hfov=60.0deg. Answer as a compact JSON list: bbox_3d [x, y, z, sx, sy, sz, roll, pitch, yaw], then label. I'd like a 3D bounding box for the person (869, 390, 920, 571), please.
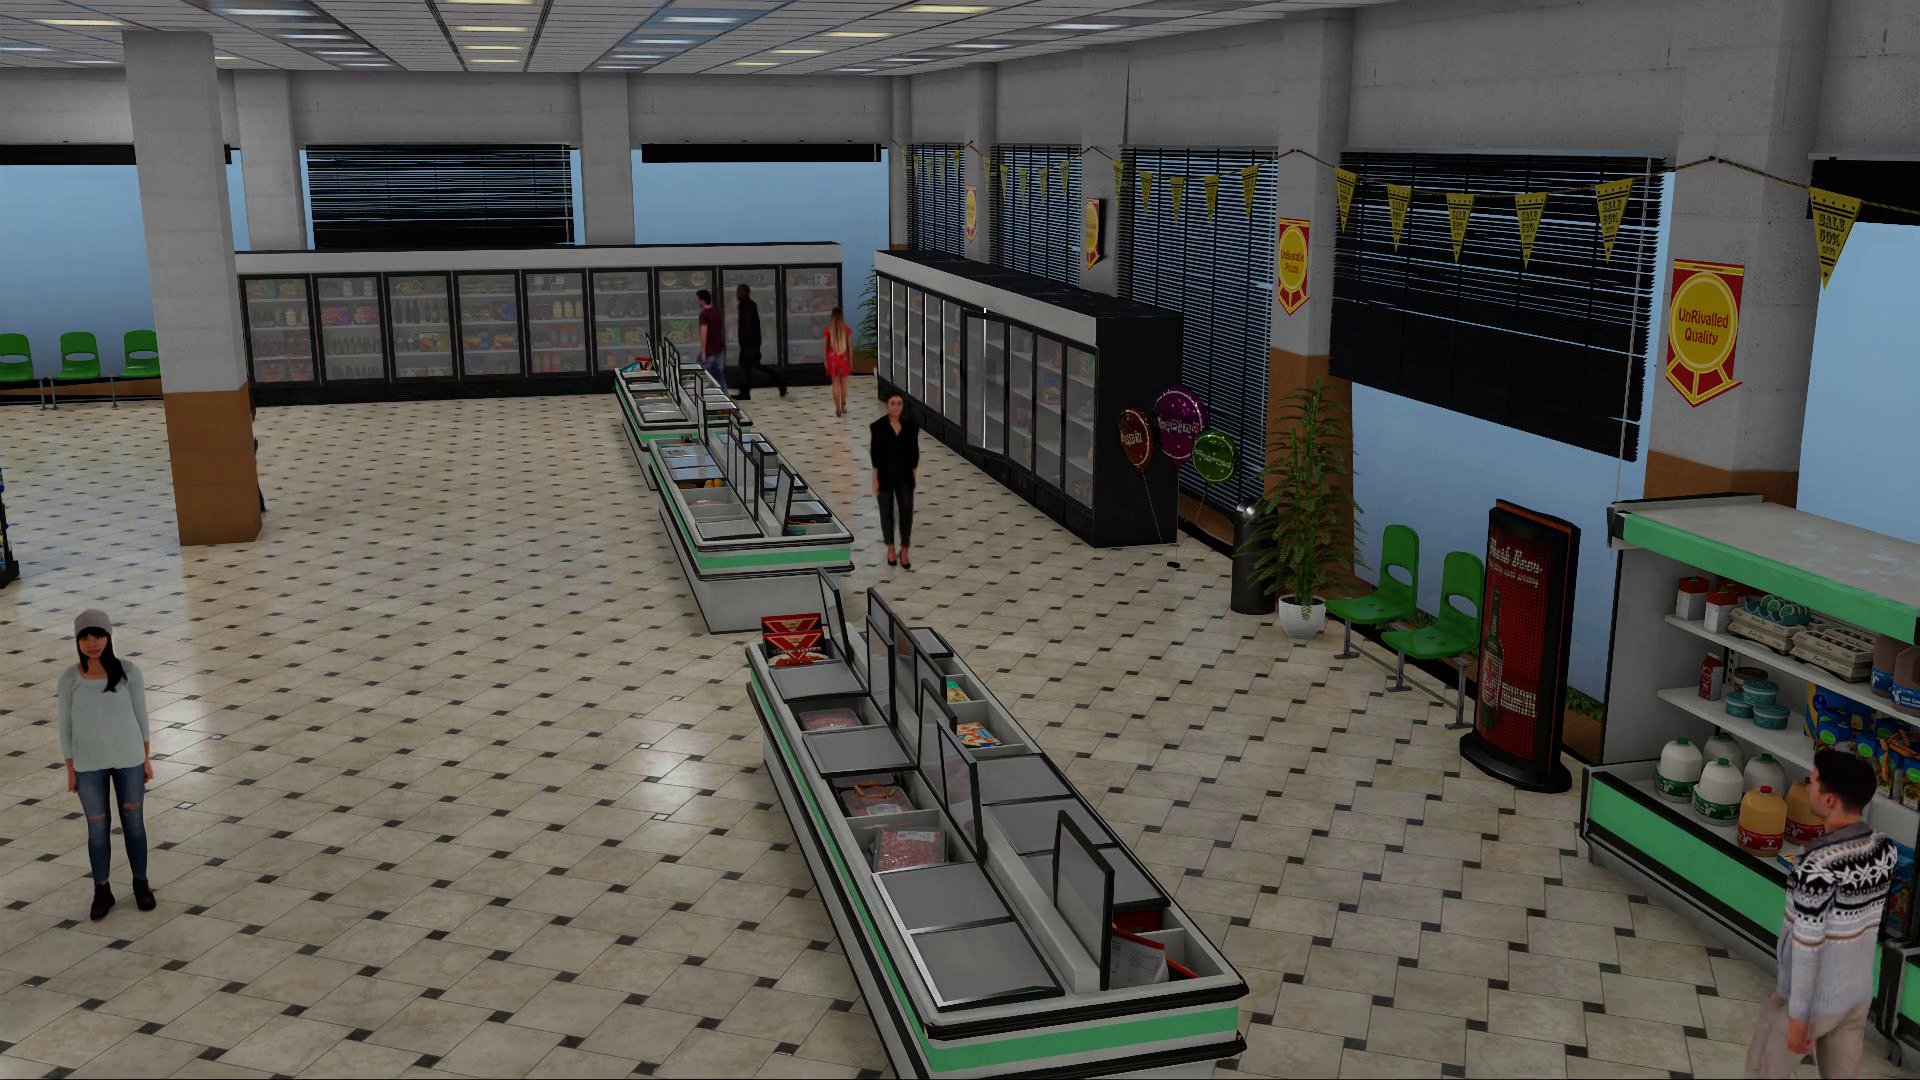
[{"bbox_3d":[-0.659,-0.584,15.792,0.652,1.699,0.715,-3,14,-10],"label":"person"}]

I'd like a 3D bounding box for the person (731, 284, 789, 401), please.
[{"bbox_3d":[-3.126,-3.036,25.714,0.770,1.787,1.069,-4,14,-14],"label":"person"}]

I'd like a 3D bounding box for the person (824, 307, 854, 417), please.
[{"bbox_3d":[-1.787,-2.581,24.315,0.684,1.564,1.011,-1,14,-5],"label":"person"}]

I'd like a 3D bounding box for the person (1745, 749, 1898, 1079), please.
[{"bbox_3d":[3.255,1.690,6.120,0.842,1.839,1.168,-7,15,-26],"label":"person"}]

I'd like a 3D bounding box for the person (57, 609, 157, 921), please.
[{"bbox_3d":[-4.468,1.158,8.727,0.610,1.645,0.572,-7,15,-27],"label":"person"}]

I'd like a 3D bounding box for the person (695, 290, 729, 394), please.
[{"bbox_3d":[-3.601,-2.762,24.507,0.985,1.823,0.927,10,17,37],"label":"person"}]
